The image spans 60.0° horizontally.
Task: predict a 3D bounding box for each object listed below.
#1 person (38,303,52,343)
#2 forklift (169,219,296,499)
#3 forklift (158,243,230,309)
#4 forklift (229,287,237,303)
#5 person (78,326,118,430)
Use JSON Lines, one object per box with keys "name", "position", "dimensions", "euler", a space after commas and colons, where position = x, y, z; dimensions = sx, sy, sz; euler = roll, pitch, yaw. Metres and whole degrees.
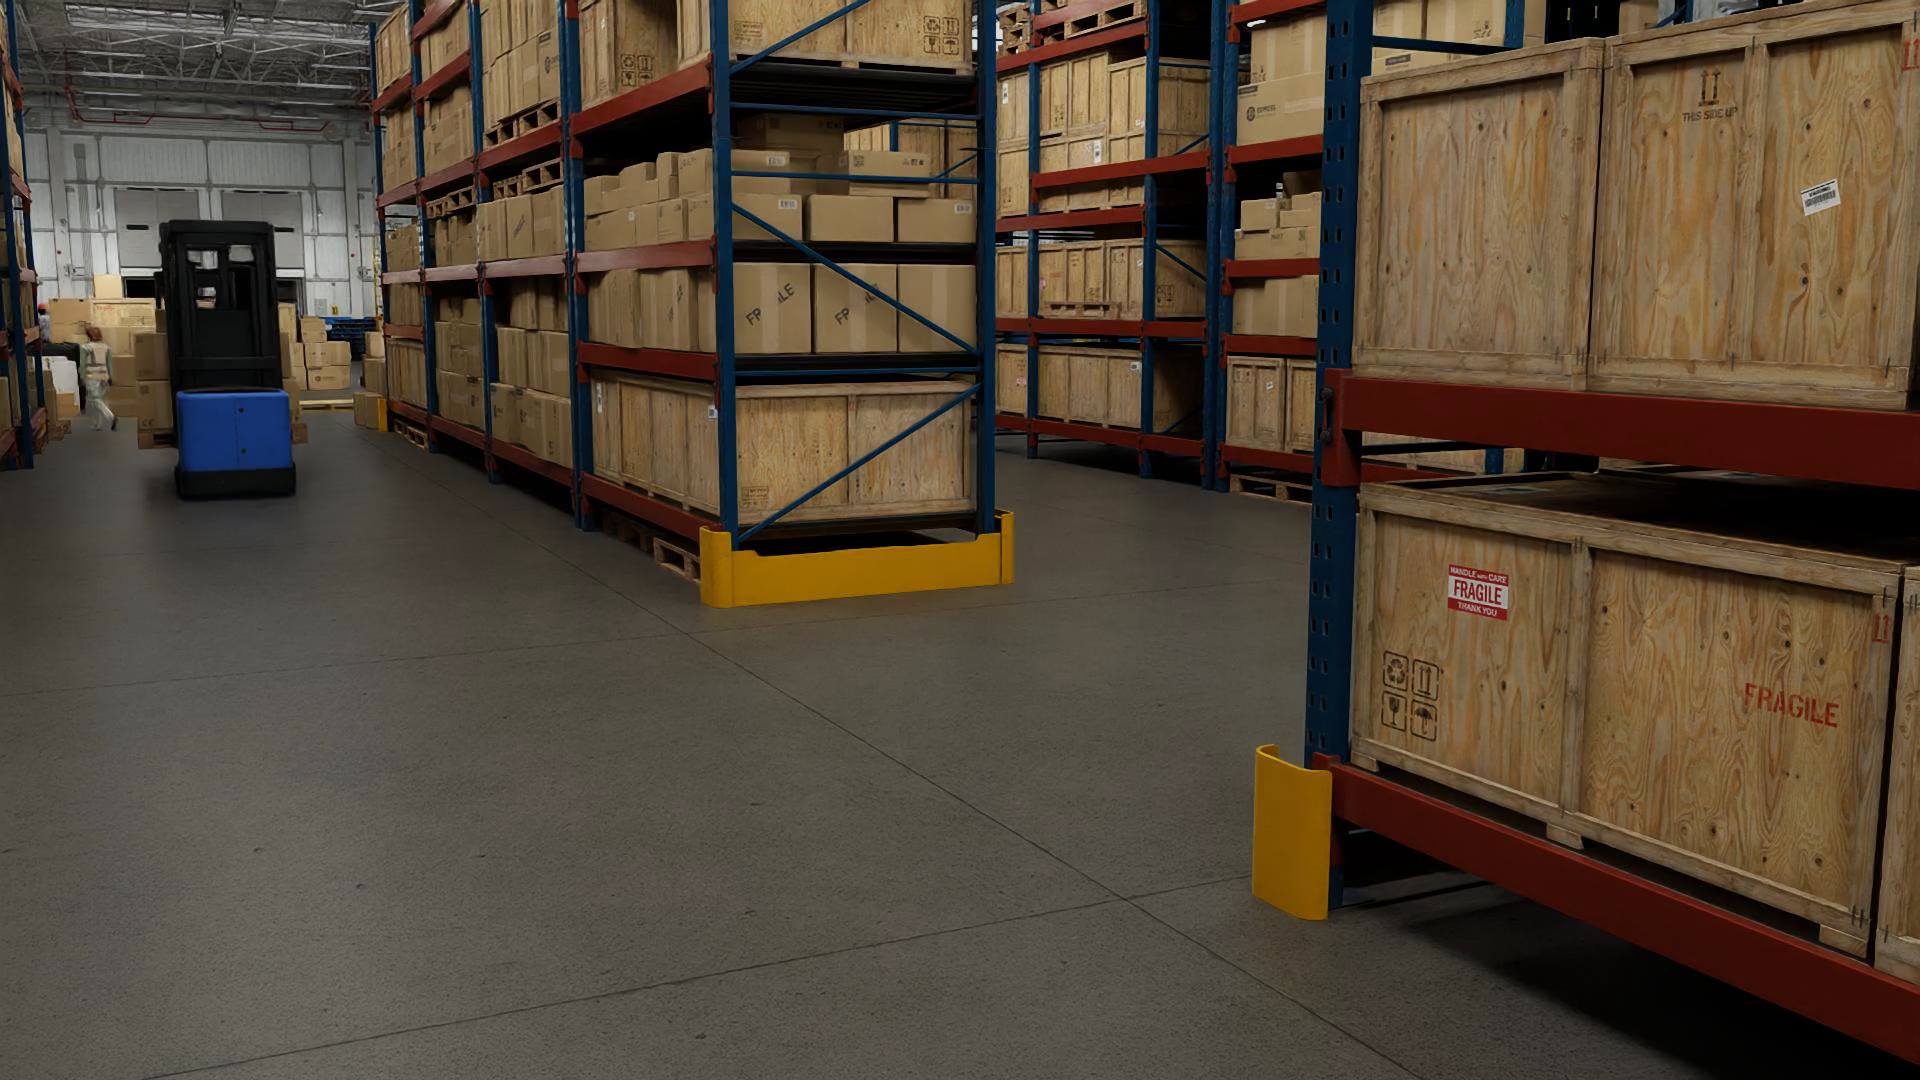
{"name": "person", "position": [-26.355, -5.885, 48.035], "dimensions": [0.867, 1.908, 0.552], "euler": [0, 8, 0]}
{"name": "forklift", "position": [-7.607, -1.910, 17.259], "dimensions": [1.129, 2.768, 1.873], "euler": [-4, 9, -26]}
{"name": "forklift", "position": [-11.113, -2.932, 24.306], "dimensions": [1.129, 2.768, 1.873], "euler": [-4, 9, -26]}
{"name": "forklift", "position": [-17.862, -5.470, 41.809], "dimensions": [1.129, 2.768, 1.873], "euler": [-4, 9, -26]}
{"name": "person", "position": [-13.148, -2.461, 25.396], "dimensions": [0.678, 1.616, 0.519], "euler": [3, 9, 20]}
